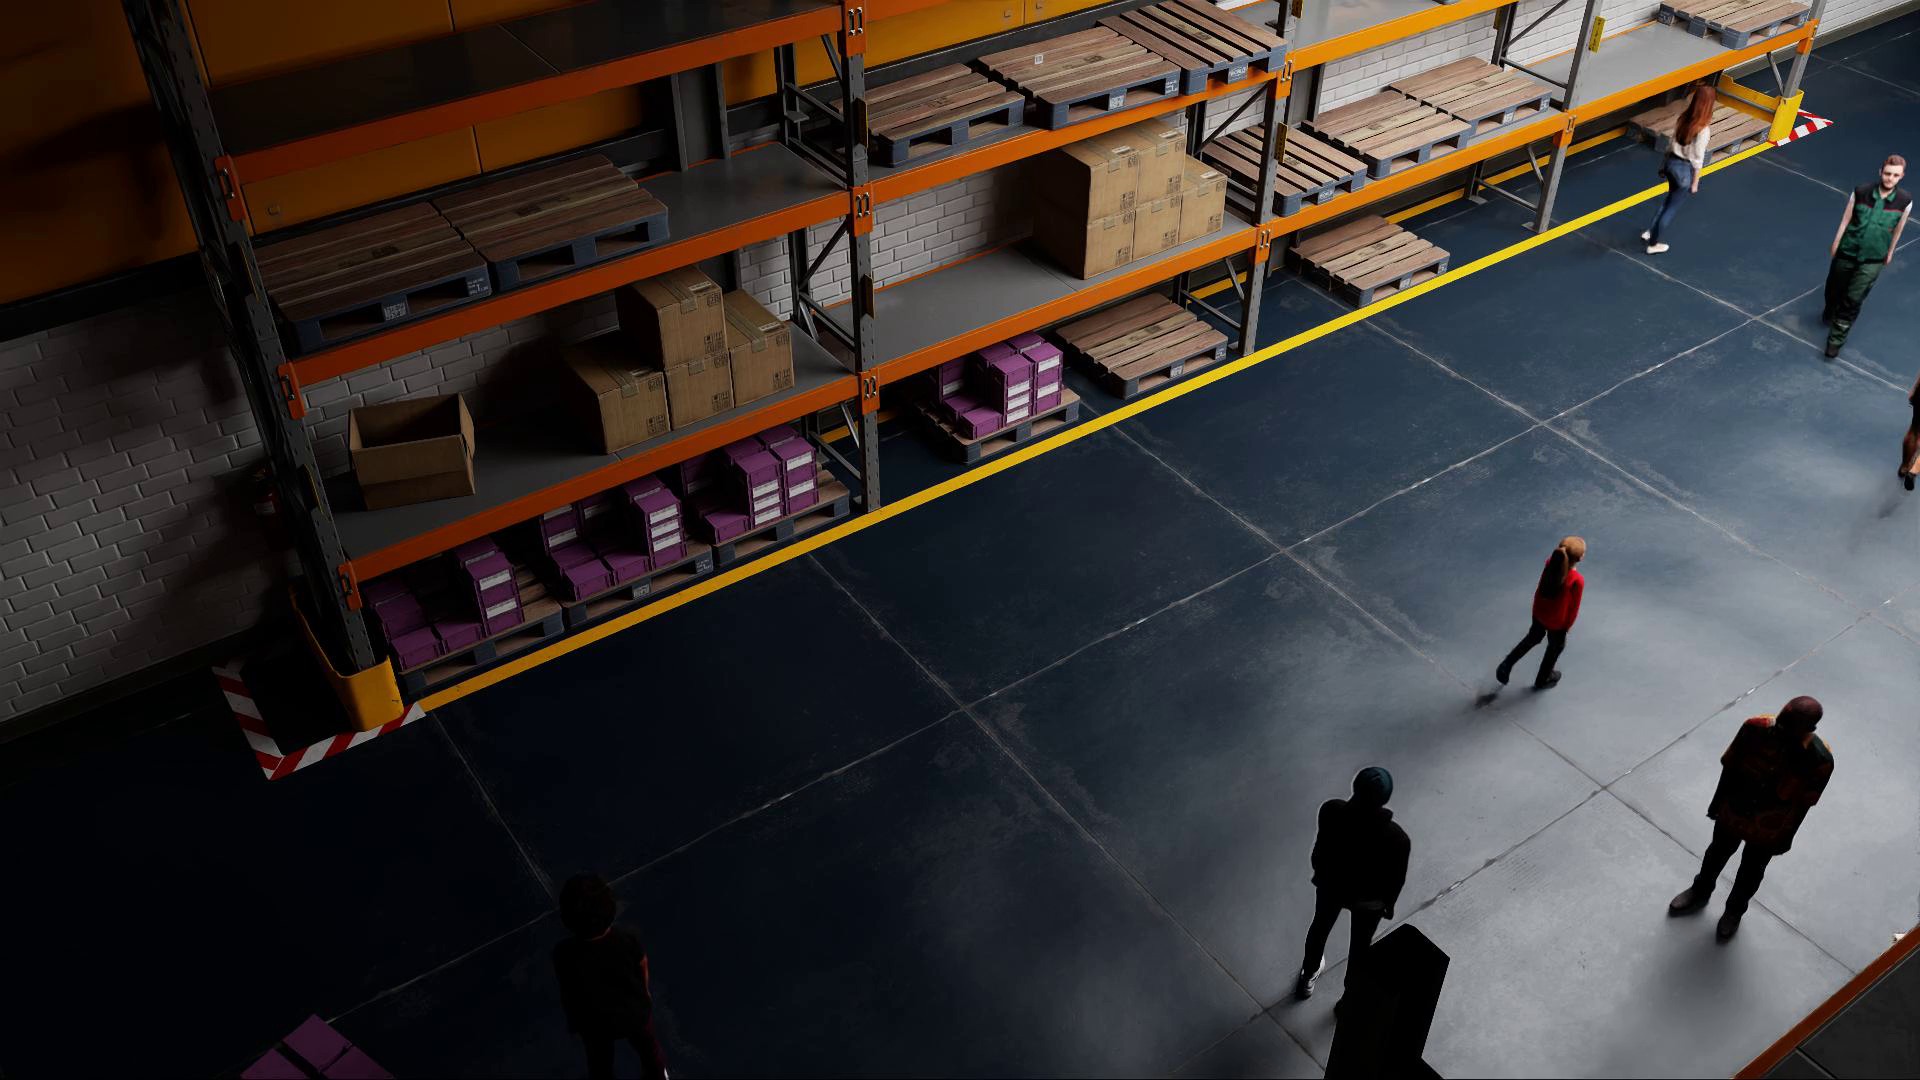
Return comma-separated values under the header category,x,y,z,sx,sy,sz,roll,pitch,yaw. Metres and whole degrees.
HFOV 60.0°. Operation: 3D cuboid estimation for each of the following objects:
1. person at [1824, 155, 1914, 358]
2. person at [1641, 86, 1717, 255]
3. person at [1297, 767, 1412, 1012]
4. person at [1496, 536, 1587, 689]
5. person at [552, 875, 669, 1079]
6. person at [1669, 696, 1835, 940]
category,x,y,z,sx,sy,sz,roll,pitch,yaw
person,7.921,-2.549,14.607,0.953,1.820,1.180,19,42,22
person,6.800,-3.503,15.881,0.699,1.721,0.684,-11,40,-14
person,2.135,1.887,9.053,0.751,1.818,0.728,21,43,24
person,3.946,0.525,11.199,0.789,1.269,0.539,-19,42,-22
person,-1.786,2.366,8.483,0.568,1.782,0.720,-13,40,-16
person,4.559,1.546,9.490,0.743,1.805,0.715,31,48,33
